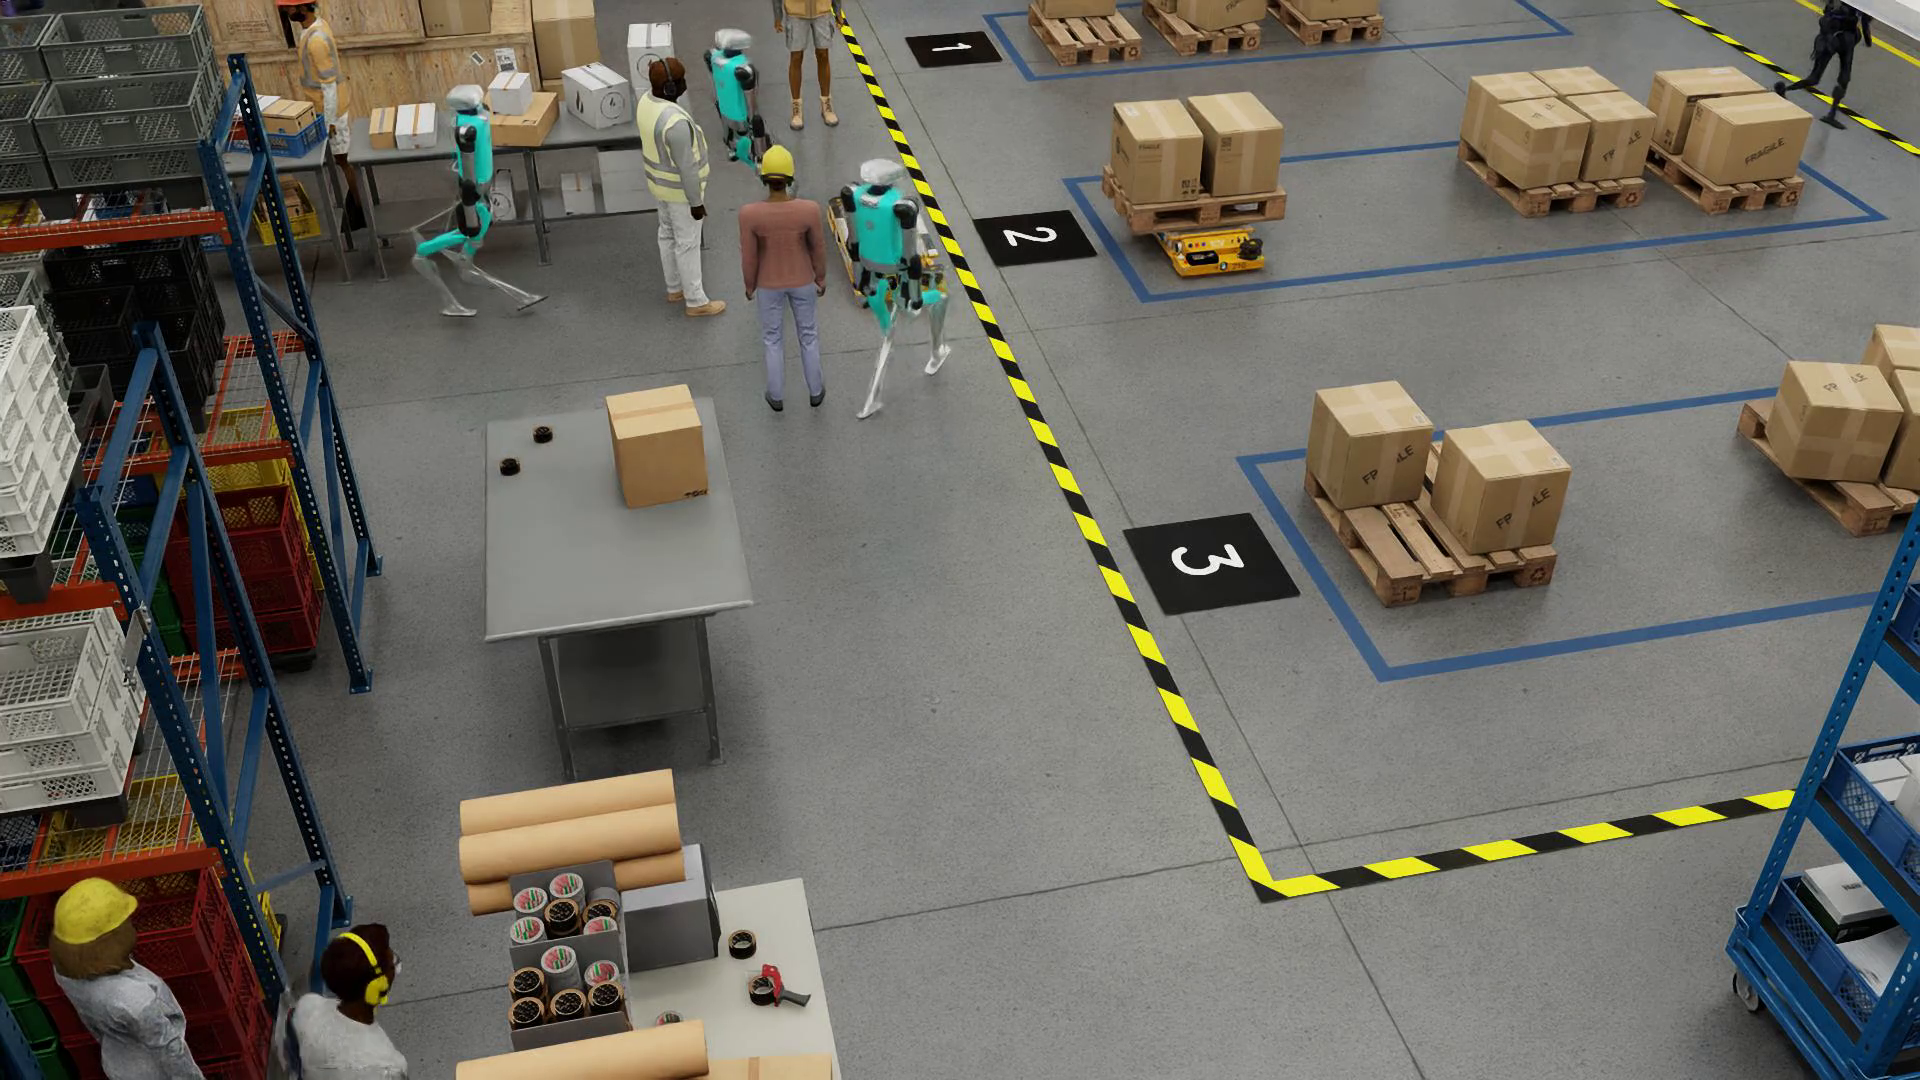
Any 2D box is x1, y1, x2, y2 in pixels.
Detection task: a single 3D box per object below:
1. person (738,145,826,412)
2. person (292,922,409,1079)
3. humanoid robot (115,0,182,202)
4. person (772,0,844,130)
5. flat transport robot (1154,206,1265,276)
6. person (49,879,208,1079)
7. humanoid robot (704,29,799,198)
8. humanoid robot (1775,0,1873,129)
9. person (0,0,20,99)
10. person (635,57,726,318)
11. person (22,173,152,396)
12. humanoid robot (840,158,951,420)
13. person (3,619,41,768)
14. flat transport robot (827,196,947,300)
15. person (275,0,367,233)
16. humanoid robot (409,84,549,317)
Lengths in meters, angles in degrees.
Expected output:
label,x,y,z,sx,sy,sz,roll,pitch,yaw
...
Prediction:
label,x,y,z,sx,sy,sz,roll,pitch,yaw
person,-1.107,-1.637,10.498,0.532,1.766,0.324,-6,37,-8
person,-1.984,2.052,5.546,0.536,1.769,1.146,25,43,30
humanoid robot,-6.299,-3.448,13.038,0.757,1.623,0.610,-8,37,-11
person,-1.286,-4.504,14.123,0.613,2.040,0.373,-8,37,-11
flat transport robot,1.798,-2.476,12.858,0.652,0.197,1.431,-8,37,-10
person,-2.831,1.833,5.856,0.484,1.740,0.302,19,41,23
humanoid robot,-1.435,-2.954,12.237,0.741,1.721,0.531,-26,44,-30
humanoid robot,7.565,-4.422,14.339,0.601,1.635,0.677,-15,39,-20
person,-8.375,-4.485,14.136,0.619,2.003,0.785,-15,39,-19
person,-1.939,-2.433,11.506,0.429,1.844,0.626,-23,42,-27
person,-5.386,-1.573,10.286,0.376,1.917,0.597,-7,37,-10
humanoid robot,-0.323,-1.685,10.645,0.530,1.780,1.053,21,42,26
person,-4.506,0.582,7.453,0.705,1.852,0.448,-11,38,-15
flat transport robot,-0.570,-2.220,12.538,0.659,0.231,1.431,-8,37,-10
person,-4.797,-3.283,12.569,0.357,1.937,0.545,-14,39,-18
humanoid robot,-3.411,-2.236,11.319,0.983,1.732,0.539,-1,37,-1
